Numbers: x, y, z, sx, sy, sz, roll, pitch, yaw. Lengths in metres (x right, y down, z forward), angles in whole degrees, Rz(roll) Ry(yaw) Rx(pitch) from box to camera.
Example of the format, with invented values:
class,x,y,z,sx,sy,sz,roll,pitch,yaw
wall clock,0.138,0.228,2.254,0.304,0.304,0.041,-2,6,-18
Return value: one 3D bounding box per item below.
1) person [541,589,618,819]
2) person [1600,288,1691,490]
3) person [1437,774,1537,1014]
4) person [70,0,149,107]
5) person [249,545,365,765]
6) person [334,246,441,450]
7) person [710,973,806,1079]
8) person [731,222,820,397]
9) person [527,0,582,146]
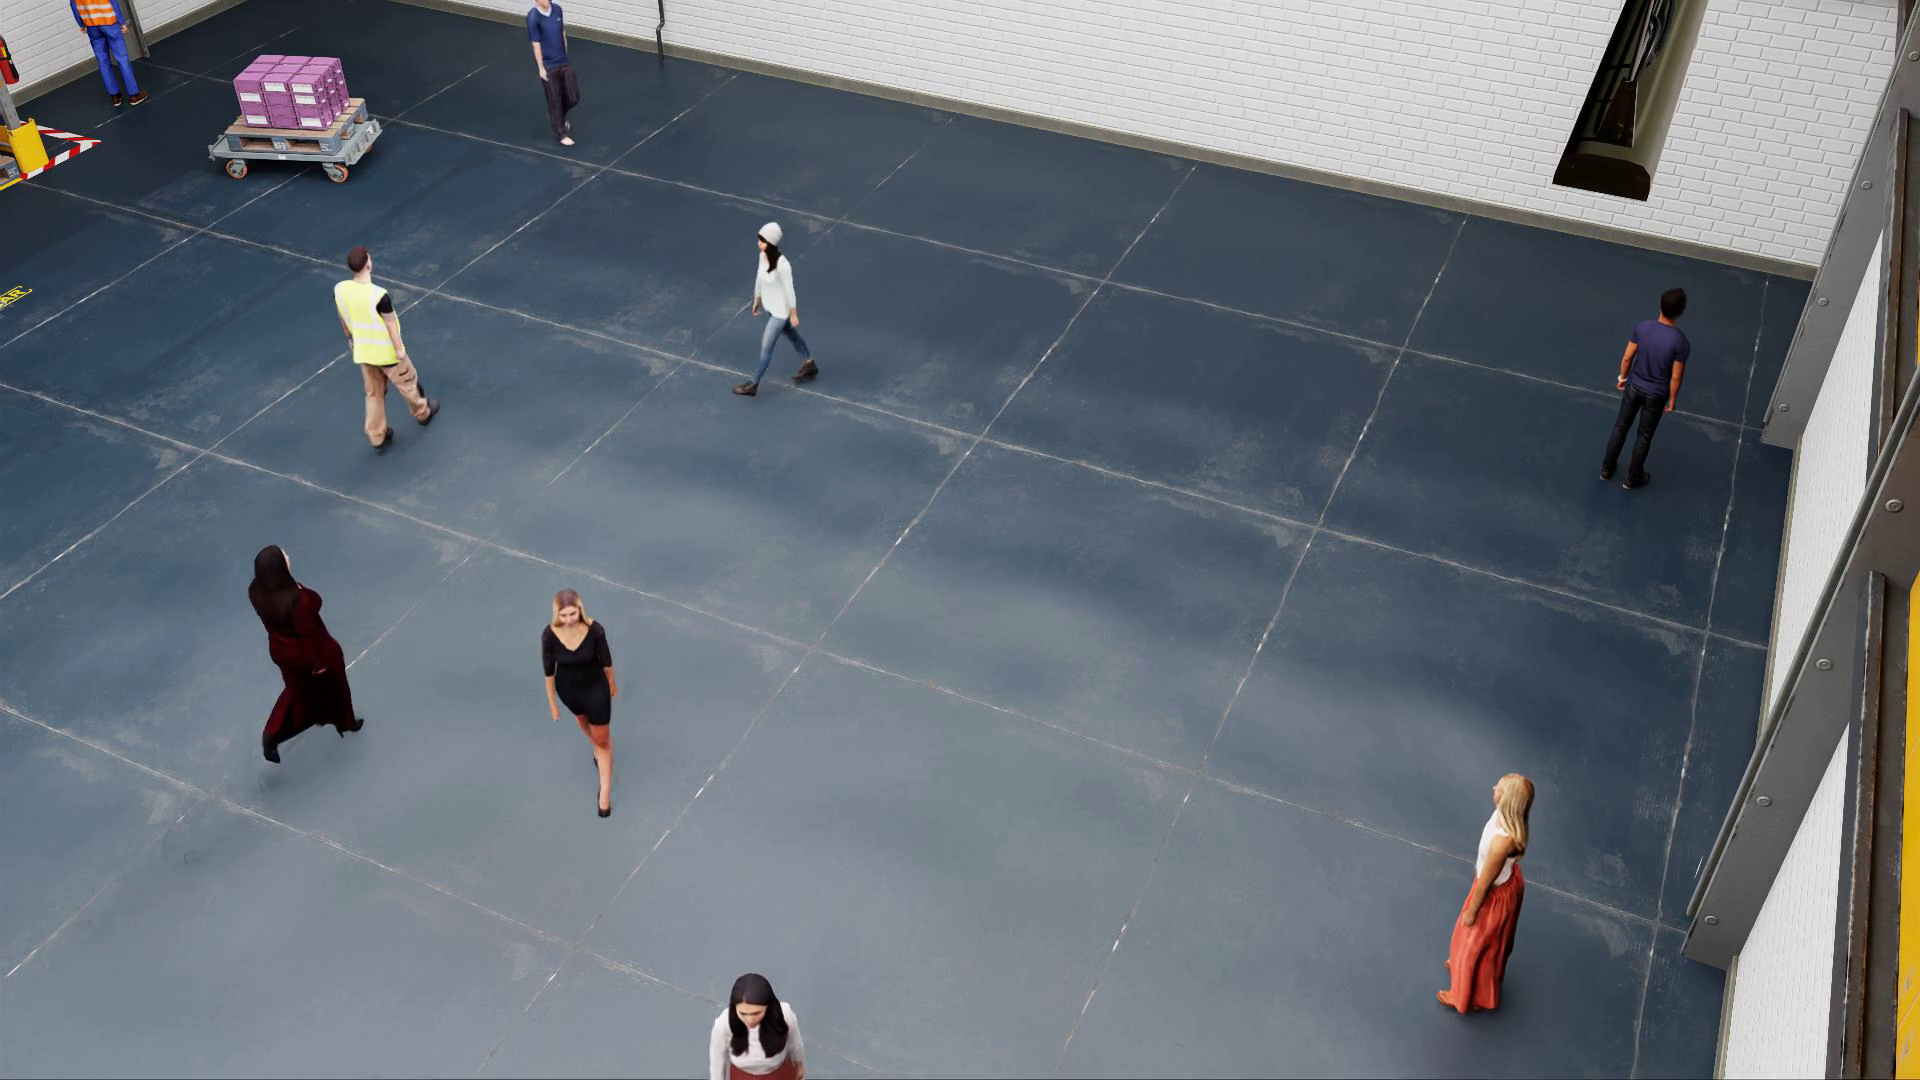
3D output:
class,x,y,z,sx,sy,sz,roll,pitch,yaw
person,-2.459,0.933,10.877,0.918,1.640,1.095,-4,39,-5
person,5.553,-1.223,13.457,0.708,1.789,0.630,29,47,31
person,3.014,2.008,9.403,0.690,1.800,0.532,16,41,19
person,-10.001,-6.003,19.383,0.791,1.863,0.789,-3,39,-4
person,-4.410,0.788,10.977,0.699,1.740,0.973,20,43,23
person,-4.883,-1.576,13.873,0.829,1.822,1.072,9,39,11
person,-1.021,2.745,8.567,0.990,1.692,1.202,-3,39,-4
person,-1.539,-2.048,14.646,1.175,1.593,0.965,-23,44,-26
person,-4.592,-5.322,18.536,0.843,1.856,0.780,30,47,32
